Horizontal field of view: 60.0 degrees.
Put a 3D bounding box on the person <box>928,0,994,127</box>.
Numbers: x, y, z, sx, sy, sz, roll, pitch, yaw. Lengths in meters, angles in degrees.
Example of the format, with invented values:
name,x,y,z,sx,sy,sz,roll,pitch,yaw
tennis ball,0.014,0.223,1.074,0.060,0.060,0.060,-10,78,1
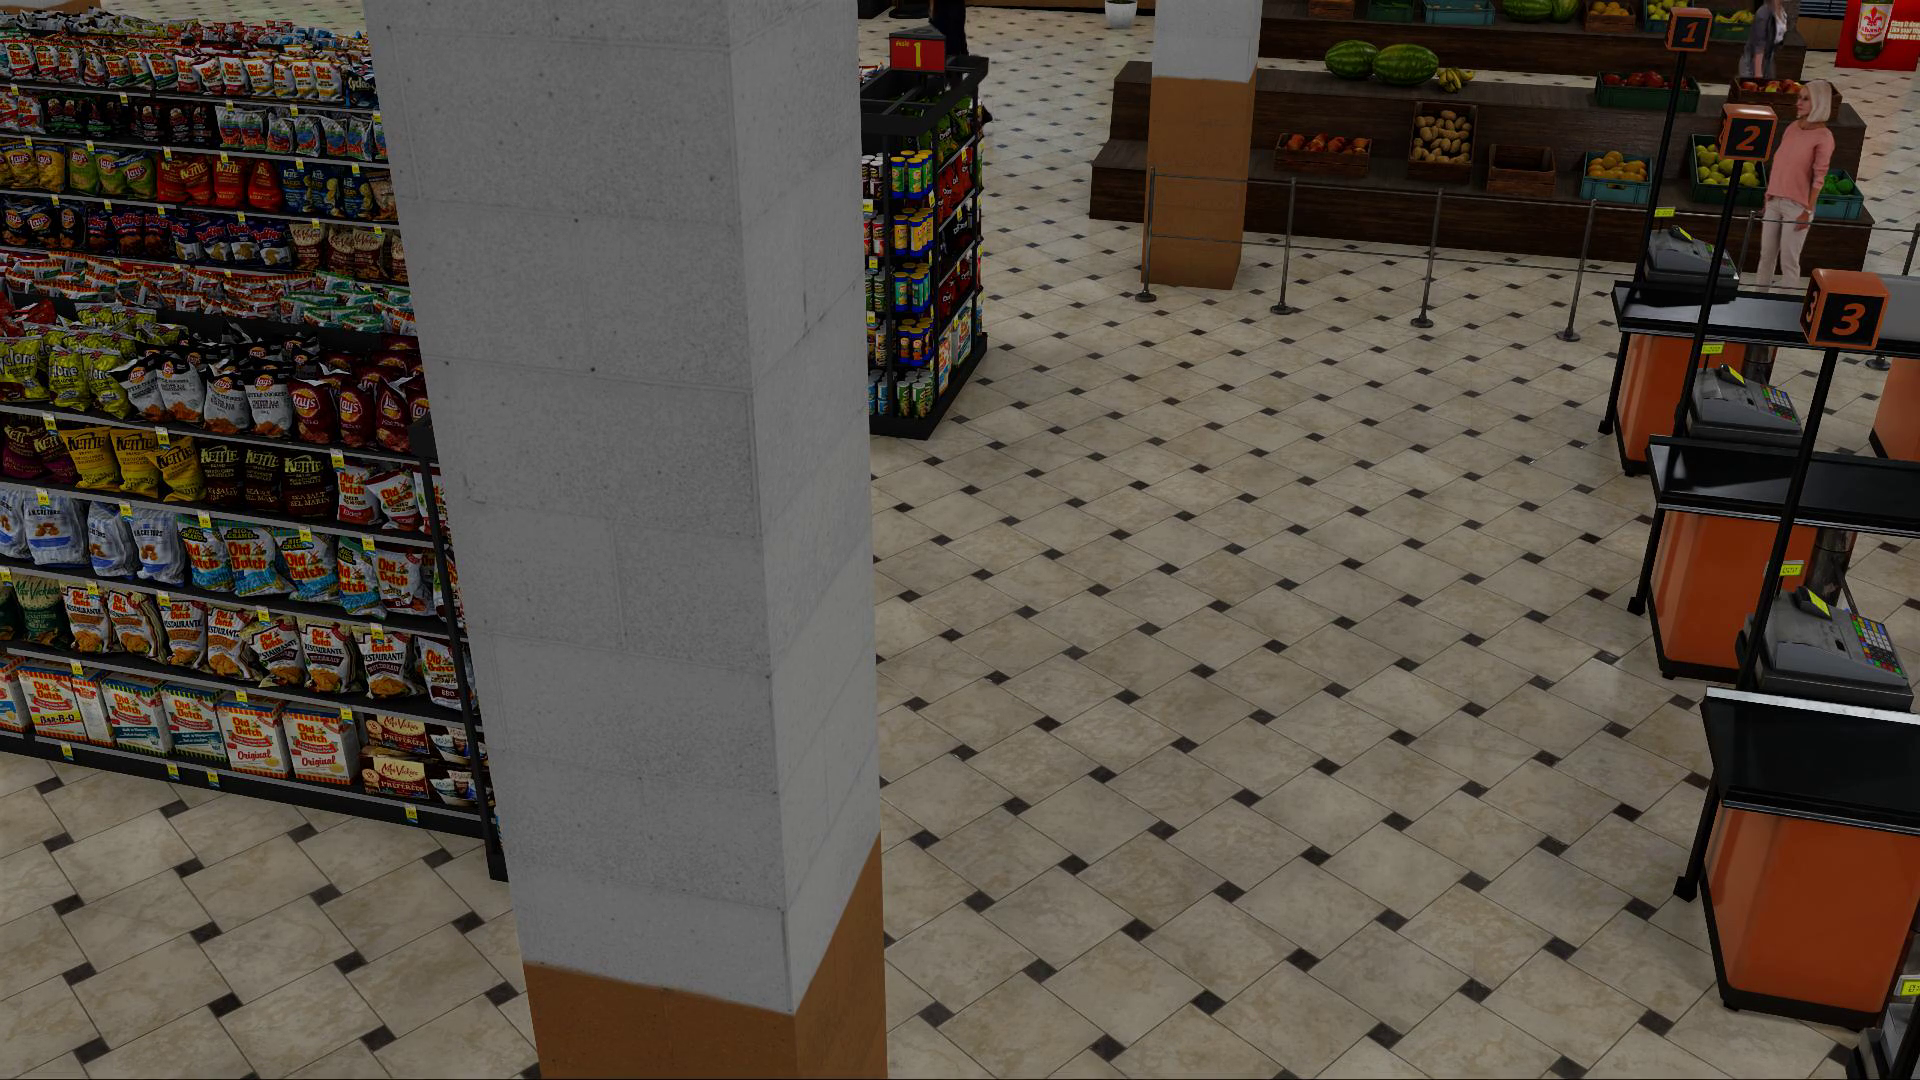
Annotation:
name,x,y,z,sx,sy,sz,roll,pitch,yaw
person,-0.028,-4.667,15.944,1.182,1.645,0.988,-6,29,-11

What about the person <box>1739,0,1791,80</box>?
name,x,y,z,sx,sy,sz,roll,pitch,yaw
person,7.322,-4.404,15.442,0.730,1.665,0.769,-24,37,-37

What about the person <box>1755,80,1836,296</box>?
name,x,y,z,sx,sy,sz,roll,pitch,yaw
person,5.804,-2.344,11.606,0.691,1.725,0.677,-8,30,-15
